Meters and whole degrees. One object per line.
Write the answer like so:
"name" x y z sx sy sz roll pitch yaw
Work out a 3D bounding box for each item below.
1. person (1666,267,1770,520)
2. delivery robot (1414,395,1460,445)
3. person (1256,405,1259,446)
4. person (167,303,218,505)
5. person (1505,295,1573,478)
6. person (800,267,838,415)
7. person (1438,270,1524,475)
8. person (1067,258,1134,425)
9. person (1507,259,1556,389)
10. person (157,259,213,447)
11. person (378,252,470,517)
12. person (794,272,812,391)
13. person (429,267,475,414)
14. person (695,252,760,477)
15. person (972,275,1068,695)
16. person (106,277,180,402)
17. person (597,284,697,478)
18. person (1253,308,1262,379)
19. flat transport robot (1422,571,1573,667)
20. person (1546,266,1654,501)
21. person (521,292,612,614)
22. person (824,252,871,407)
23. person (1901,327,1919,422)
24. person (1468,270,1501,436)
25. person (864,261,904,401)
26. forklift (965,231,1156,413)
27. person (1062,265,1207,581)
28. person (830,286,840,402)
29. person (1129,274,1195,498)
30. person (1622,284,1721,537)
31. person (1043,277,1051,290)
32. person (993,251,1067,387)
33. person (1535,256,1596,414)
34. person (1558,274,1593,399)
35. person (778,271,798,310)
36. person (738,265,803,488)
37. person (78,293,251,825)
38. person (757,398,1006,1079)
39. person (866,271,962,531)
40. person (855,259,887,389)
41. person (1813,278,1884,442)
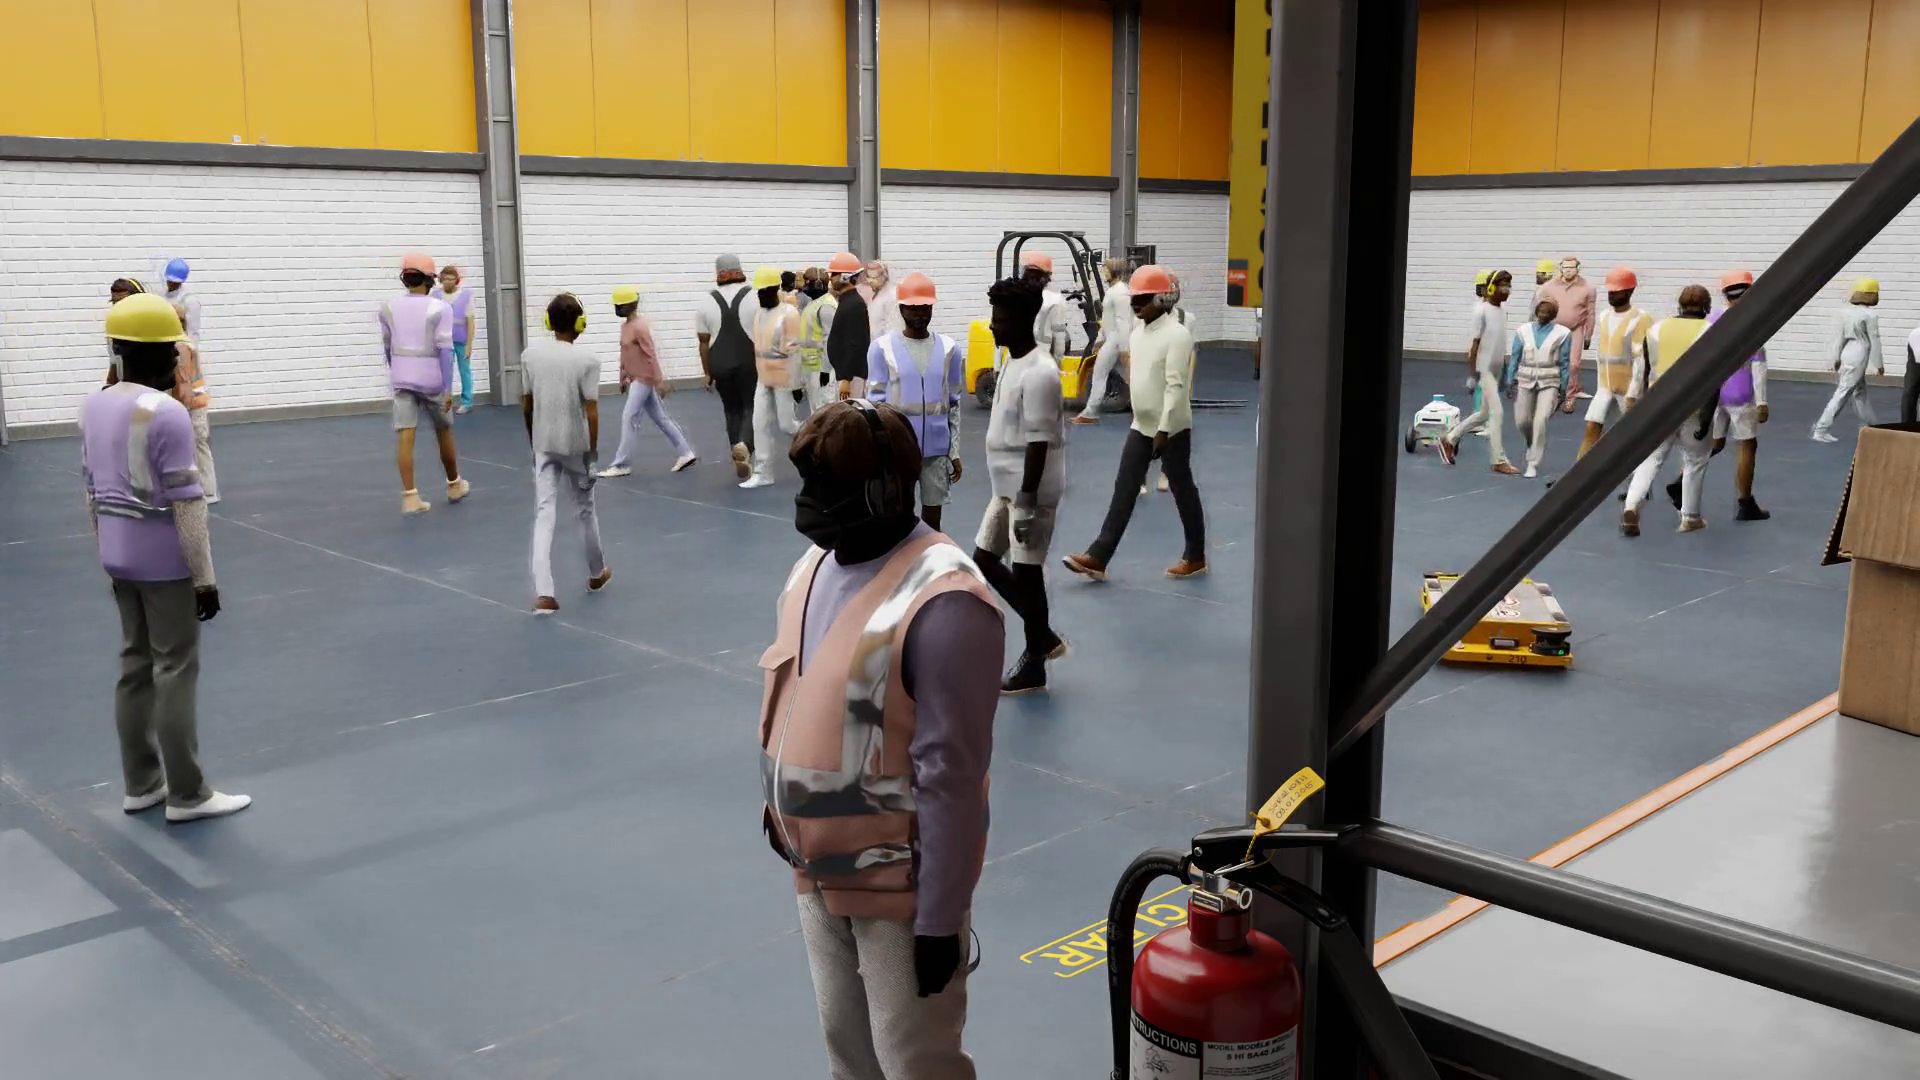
"person" 5.739 -1.086 12.464 0.700 1.901 0.650 -4 11 -19
"delivery robot" 4.719 -1.191 16.438 0.477 0.478 0.707 5 11 24
"person" 1.867 -0.414 8.871 0.575 1.876 0.340 3 11 14
"person" -6.054 -1.043 13.010 0.430 1.604 0.522 -10 14 -42
"person" 5.161 -1.376 14.803 0.548 1.607 0.653 6 12 31
"person" -1.319 -1.600 15.411 0.429 1.843 0.633 -3 11 -18
"person" 4.755 -1.530 15.085 0.531 1.833 0.868 -10 14 -42
"person" 1.773 -2.220 18.702 1.035 1.891 0.640 1 10 3
"person" 7.941 -2.947 22.881 0.889 1.788 0.620 -1 10 -4
"person" -7.767 -1.834 16.594 0.664 1.916 0.390 8 13 38
"person" -4.151 -1.223 12.922 0.612 1.993 1.003 1 10 4
"person" -2.199 -2.879 22.955 0.279 1.633 0.499 -7 12 -32
"person" -5.951 -2.318 19.549 0.567 1.765 0.996 0 10 2
"person" -1.957 -1.542 14.552 0.726 2.000 0.804 1 10 6
"person" 0.270 -0.239 7.684 0.417 1.951 0.643 -2 11 -12
"person" -5.594 -0.855 11.332 0.507 1.848 0.385 4 11 21
"person" -2.785 -1.415 14.773 0.900 1.710 0.550 -5 11 -24
"person" 4.573 -3.323 24.548 0.375 1.935 0.550 -6 12 -29
"flat transport robot" 2.815 0.397 8.808 0.652 0.197 1.431 2 11 13
"person" 5.175 -1.217 13.205 0.987 1.880 0.560 -5 12 -26
"person" -2.287 -0.516 9.618 0.501 1.809 1.026 0 10 3
"person" -0.925 -1.369 13.730 0.378 1.996 0.611 0 10 -2
"person" 6.025 -0.660 10.076 0.591 1.918 0.383 7 13 34
"person" 5.587 -1.993 17.762 0.315 1.767 0.535 -2 11 -13
"person" -0.687 -1.883 16.885 0.777 1.875 0.656 -5 11 -24
"forklift" 1.222 -2.721 20.561 2.313 2.155 1.214 2 11 13
"person" 1.140 -0.692 10.164 1.008 1.937 0.629 -6 12 -30
"person" -1.328 -2.091 18.696 0.517 1.624 0.421 3 11 17
"person" 1.644 -1.259 13.604 0.521 1.819 0.538 0 10 2
"person" 5.058 -0.910 11.789 0.897 1.801 0.629 -9 13 -39
"person" 0.694 -1.743 15.969 0.412 1.924 0.639 6 12 29
"person" 0.648 -1.546 14.736 0.607 1.977 0.992 5 12 26
"person" 7.256 -2.462 20.018 0.658 1.883 0.762 6 12 29
"person" 7.792 -2.687 21.659 0.912 1.723 0.513 3 11 15
"person" -2.404 -2.718 21.984 0.673 1.666 0.552 -7 13 -34
"person" -1.503 -1.395 14.180 0.821 1.894 0.585 -10 14 -43
"person" -2.911 0.074 6.055 0.592 1.925 0.379 6 12 31
"person" -0.171 0.641 3.232 0.430 1.836 0.619 -7 13 -34
"person" -0.237 -0.506 9.186 0.545 1.938 0.358 -3 11 -18
"person" -0.986 -2.049 17.792 0.682 1.880 0.787 6 12 28
"person" 9.280 -1.847 17.154 0.919 1.692 0.506 -1 10 -4
